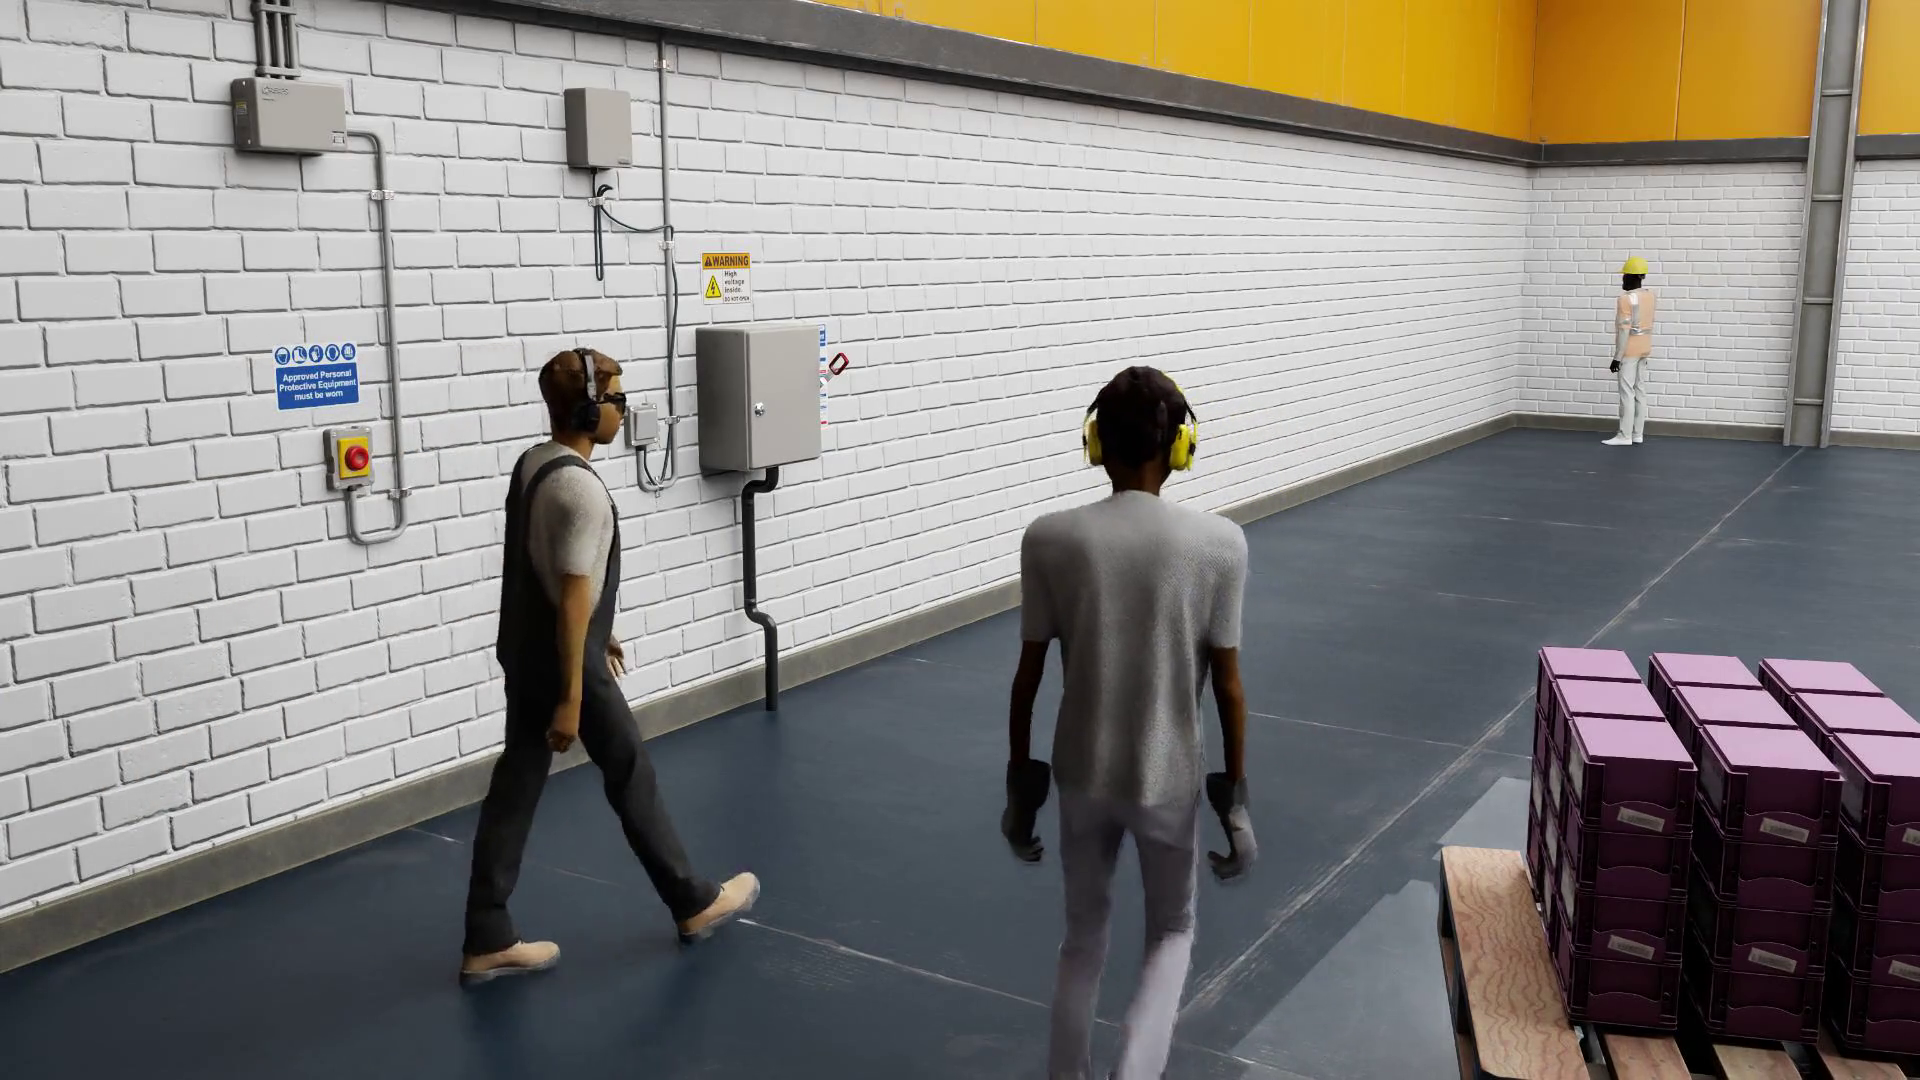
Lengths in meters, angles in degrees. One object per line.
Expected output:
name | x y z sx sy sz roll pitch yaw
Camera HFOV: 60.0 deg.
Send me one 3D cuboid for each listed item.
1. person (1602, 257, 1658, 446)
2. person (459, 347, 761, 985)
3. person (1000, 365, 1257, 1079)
person | 6.870 -1.924 17.036 0.589 1.930 0.361 -8 13 -39
person | -1.041 0.352 4.787 0.941 1.797 0.522 -8 13 -38
person | 0.364 0.545 3.618 0.571 1.839 0.499 2 11 14
